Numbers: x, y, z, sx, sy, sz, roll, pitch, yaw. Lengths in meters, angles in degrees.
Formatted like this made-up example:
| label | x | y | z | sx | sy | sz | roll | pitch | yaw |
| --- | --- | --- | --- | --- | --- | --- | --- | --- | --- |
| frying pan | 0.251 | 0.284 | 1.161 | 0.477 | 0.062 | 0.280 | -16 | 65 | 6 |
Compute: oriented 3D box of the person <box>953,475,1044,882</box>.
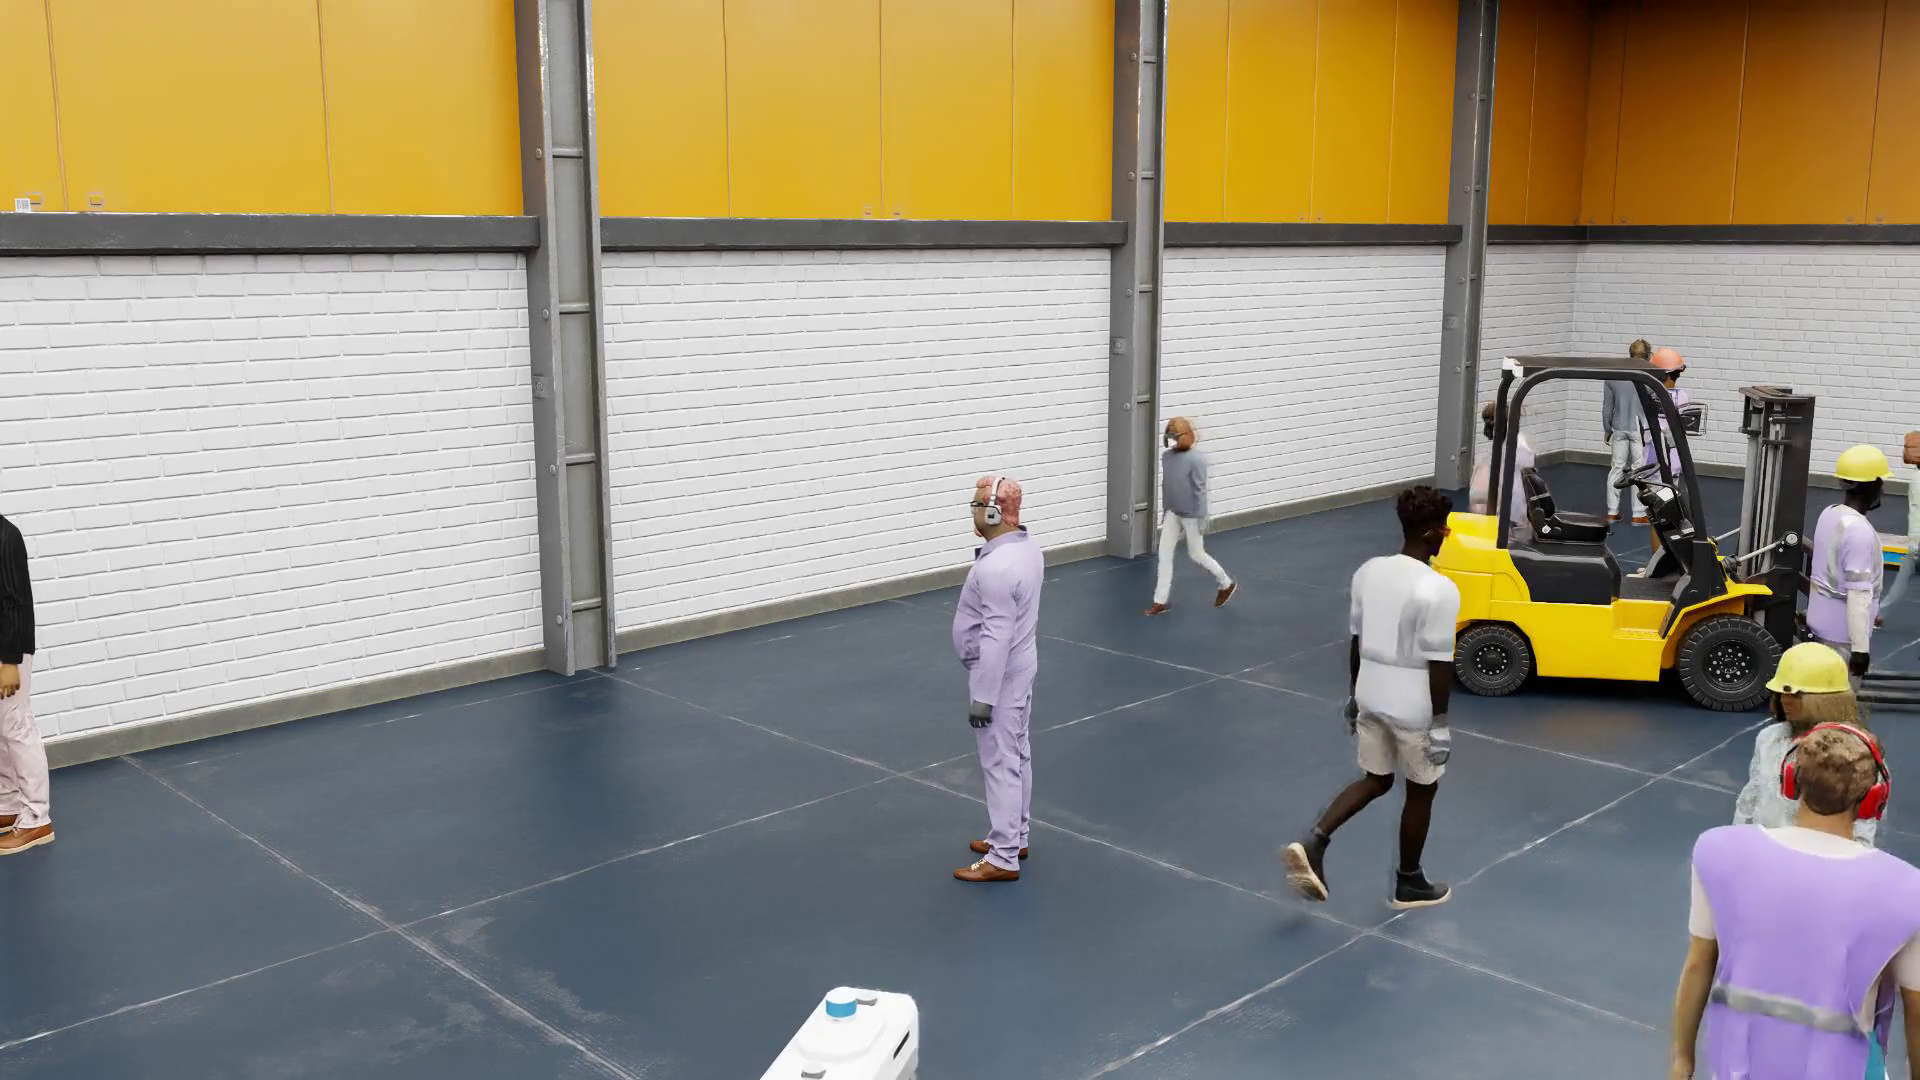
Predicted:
| label | x | y | z | sx | sy | sz | roll | pitch | yaw |
| --- | --- | --- | --- | --- | --- | --- | --- | --- | --- |
| person | 0.166 | 0.645 | 7.797 | 0.407 | 1.908 | 0.641 | 2 | 11 | 13 |

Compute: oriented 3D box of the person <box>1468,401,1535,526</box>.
| label | x | y | z | sx | sy | sz | roll | pitch | yaw |
| --- | --- | --- | --- | --- | --- | --- | --- | --- | --- |
| person | 4.006 | -0.120 | 12.202 | 0.560 | 1.822 | 0.640 | -1 | 10 | -3 |

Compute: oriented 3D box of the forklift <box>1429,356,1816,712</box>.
| label | x | y | z | sx | sy | sz | roll | pitch | yaw |
| --- | --- | --- | --- | --- | --- | --- | --- | --- | --- |
| forklift | 4.276 | -0.101 | 11.076 | 2.313 | 2.155 | 1.214 | 2 | 11 | 13 |

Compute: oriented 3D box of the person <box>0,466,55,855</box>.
| label | x | y | z | sx | sy | sz | roll | pitch | yaw |
| --- | --- | --- | --- | --- | --- | --- | --- | --- | --- |
| person | -4.738 | 0.542 | 8.140 | 0.611 | 1.985 | 0.393 | 10 | 14 | 43 |

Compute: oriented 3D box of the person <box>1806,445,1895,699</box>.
| label | x | y | z | sx | sy | sz | roll | pitch | yaw |
| --- | --- | --- | --- | --- | --- | --- | --- | --- | --- |
| person | 4.650 | 0.460 | 8.735 | 0.357 | 1.929 | 0.594 | 2 | 11 | 11 |

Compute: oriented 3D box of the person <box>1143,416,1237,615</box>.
| label | x | y | z | sx | sy | sz | roll | pitch | yaw |
| --- | --- | --- | --- | --- | --- | --- | --- | --- | --- |
| person | 1.842 | -0.207 | 13.296 | 0.773 | 1.597 | 0.539 | -7 | 12 | -33 |

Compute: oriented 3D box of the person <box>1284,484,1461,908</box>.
| label | x | y | z | sx | sy | sz | roll | pitch | yaw |
| --- | --- | --- | --- | --- | --- | --- | --- | --- | --- |
| person | 1.862 | 0.719 | 7.323 | 0.732 | 1.942 | 0.627 | -5 | 11 | -24 |

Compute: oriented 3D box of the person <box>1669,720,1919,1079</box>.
| label | x | y | z | sx | sy | sz | roll | pitch | yaw |
| --- | --- | --- | --- | --- | --- | --- | --- | --- | --- |
| person | 2.133 | 1.341 | 4.208 | 0.590 | 1.824 | 0.528 | 8 | 13 | 38 |

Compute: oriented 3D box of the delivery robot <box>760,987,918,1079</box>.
| label | x | y | z | sx | sy | sz | roll | pitch | yaw |
| --- | --- | --- | --- | --- | --- | --- | --- | --- | --- |
| delivery robot | -0.385 | 1.709 | 5.424 | 0.477 | 0.478 | 0.707 | 3 | 11 | 15 |

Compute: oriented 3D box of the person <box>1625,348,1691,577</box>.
| label | x | y | z | sx | sy | sz | roll | pitch | yaw |
| --- | --- | --- | --- | --- | --- | --- | --- | --- | --- |
| person | 6.034 | -0.628 | 14.359 | 0.370 | 2.044 | 0.608 | 9 | 14 | 40 |

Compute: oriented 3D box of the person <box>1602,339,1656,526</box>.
| label | x | y | z | sx | sy | sz | roll | pitch | yaw |
| --- | --- | --- | --- | --- | --- | --- | --- | --- | --- |
| person | 6.998 | -1.115 | 17.308 | 0.351 | 1.936 | 0.634 | -10 | 14 | -42 |

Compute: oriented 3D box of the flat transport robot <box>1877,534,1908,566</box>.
| label | x | y | z | sx | sy | sz | roll | pitch | yaw |
| --- | --- | --- | --- | --- | --- | --- | --- | --- | --- |
| flat transport robot | 8.710 | 0.129 | 15.072 | 0.652 | 0.197 | 1.431 | -10 | 14 | -44 |

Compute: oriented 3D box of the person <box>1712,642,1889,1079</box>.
| label | x | y | z | sx | sy | sz | roll | pitch | yaw |
| --- | --- | --- | --- | --- | --- | --- | --- | --- | --- |
| person | 2.822 | 1.162 | 5.560 | 0.915 | 1.701 | 0.496 | -2 | 11 | -11 |

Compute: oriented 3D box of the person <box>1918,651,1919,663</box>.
| label | x | y | z | sx | sy | sz | roll | pitch | yaw |
| --- | --- | --- | --- | --- | --- | --- | --- | --- | --- |
| person | 5.254 | 0.505 | 8.532 | 0.573 | 1.915 | 0.482 | 8 | 13 | 37 |

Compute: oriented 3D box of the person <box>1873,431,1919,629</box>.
| label | x | y | z | sx | sy | sz | roll | pitch | yaw |
| --- | --- | --- | --- | --- | --- | --- | --- | --- | --- |
| person | 7.156 | -0.023 | 12.369 | 0.914 | 1.561 | 0.509 | 9 | 14 | 41 |
